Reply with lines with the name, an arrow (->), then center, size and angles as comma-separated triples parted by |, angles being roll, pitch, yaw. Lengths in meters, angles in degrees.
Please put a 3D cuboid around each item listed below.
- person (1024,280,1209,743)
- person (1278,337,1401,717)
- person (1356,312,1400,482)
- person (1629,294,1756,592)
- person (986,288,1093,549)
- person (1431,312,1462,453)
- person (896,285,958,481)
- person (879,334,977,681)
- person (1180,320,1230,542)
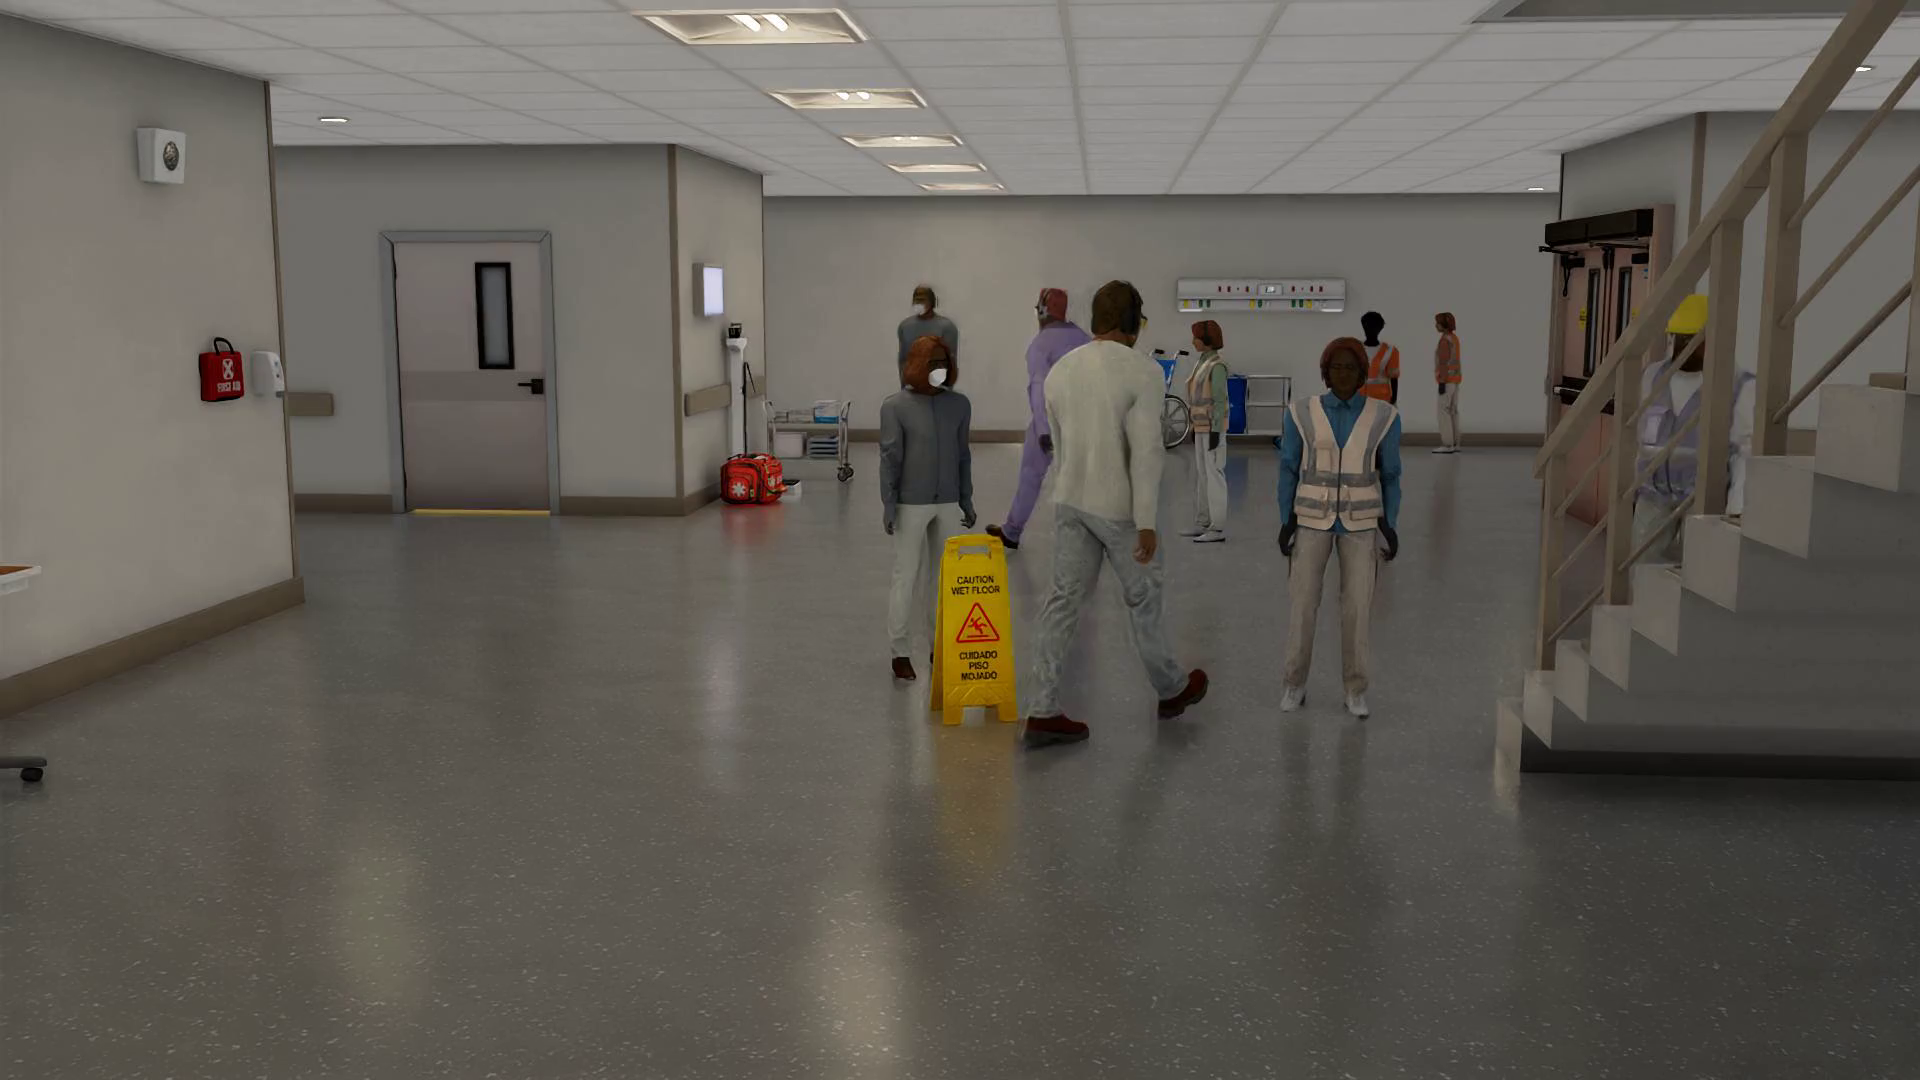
person -> 0.622, -0.126, 6.867 | 0.637, 1.876, 1.063 | 8, 12, 44
person -> 1.633, -0.055, 7.200 | 0.520, 1.641, 0.313 | 2, 9, 11
person -> 3.790, -1.288, 15.494 | 0.547, 1.653, 0.846 | 4, 9, 26
person -> 3.336, -0.214, 7.658 | 0.426, 1.817, 0.618 | -8, 11, -43
person -> 0.629, -0.823, 11.661 | 0.643, 1.856, 0.989 | -7, 11, -40
person -> 5.623, -1.811, 19.198 | 0.319, 1.625, 0.520 | 5, 10, 28
person -> -0.352, -1.403, 15.449 | 0.653, 1.902, 0.904 | 4, 9, 23
person -> -0.151, -0.158, 7.914 | 0.509, 1.631, 0.267 | -5, 10, -32
person -> 1.831, -0.802, 12.281 | 0.313, 1.637, 0.513 | -1, 8, -8
